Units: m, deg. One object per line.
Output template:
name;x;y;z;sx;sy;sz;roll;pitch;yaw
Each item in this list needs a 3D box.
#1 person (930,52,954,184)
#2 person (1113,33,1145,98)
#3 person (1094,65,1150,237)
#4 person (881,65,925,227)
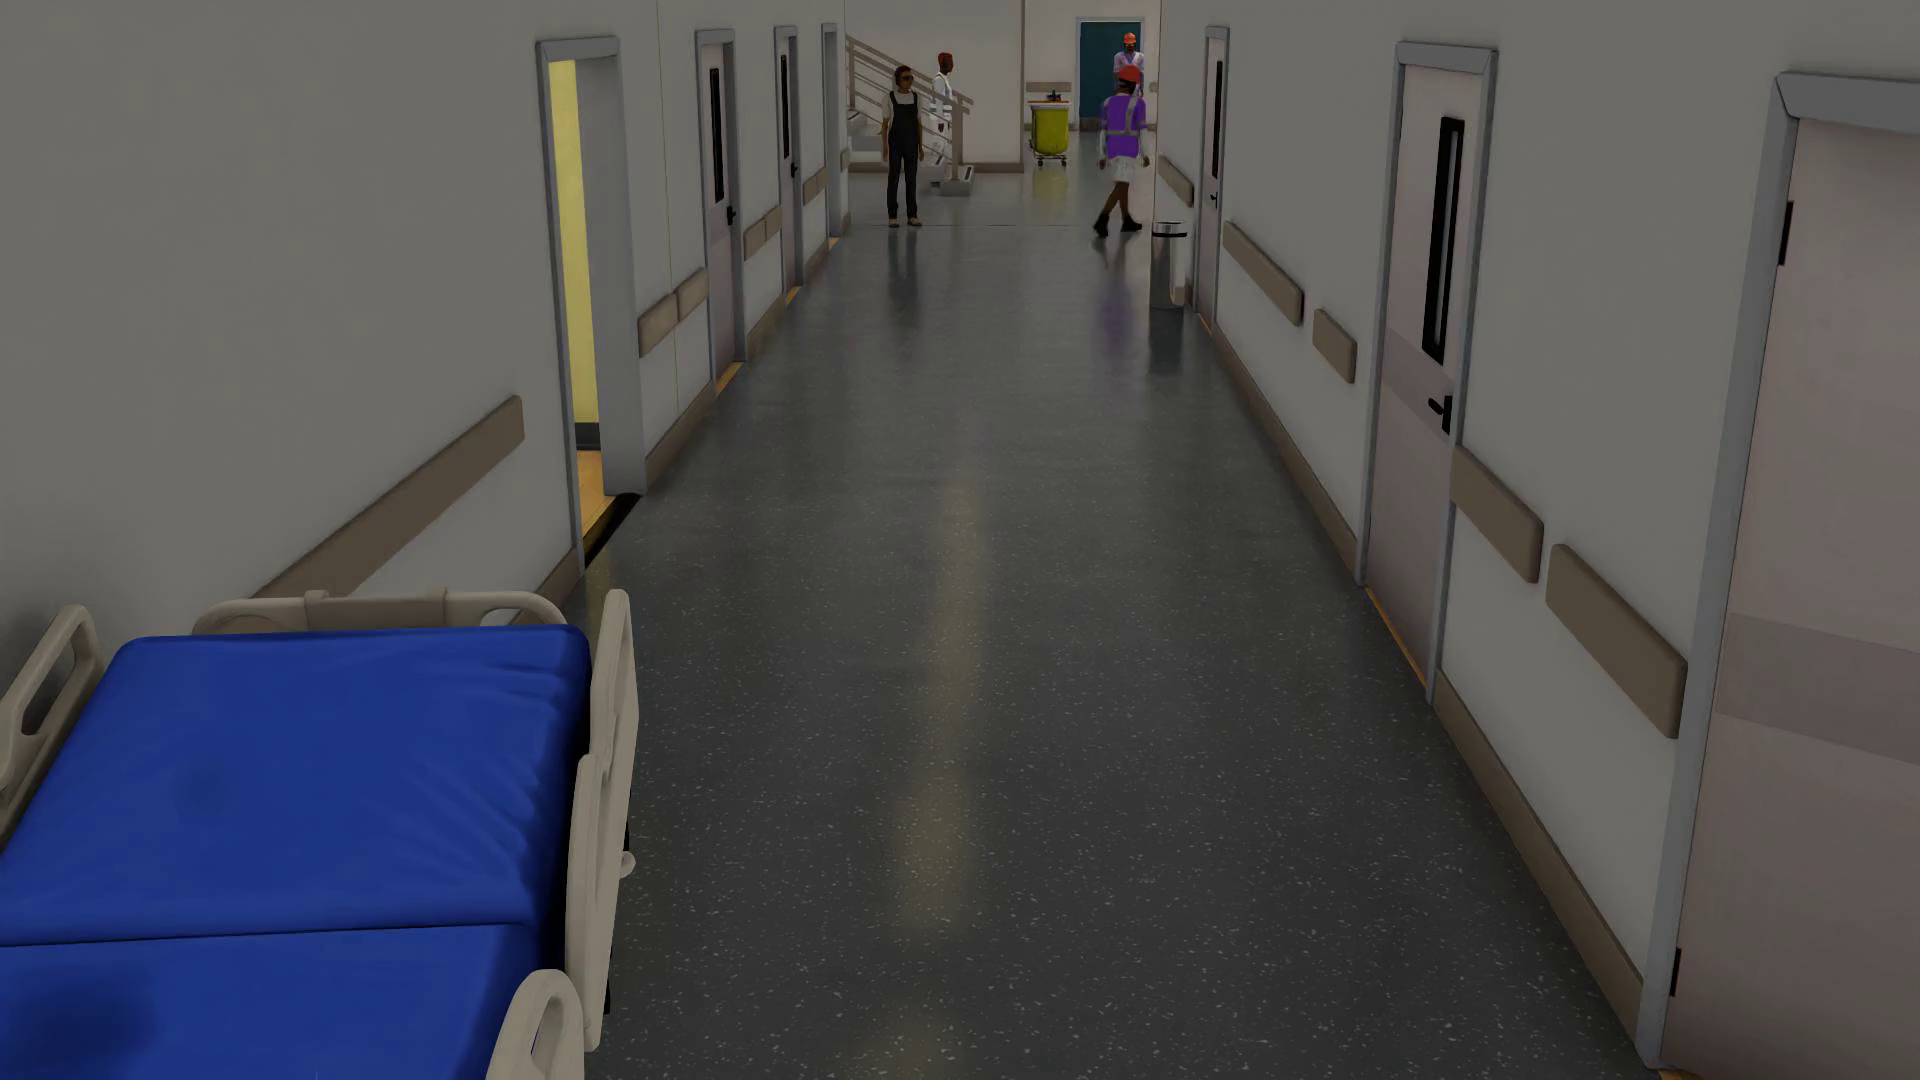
person;-0.262;-6.166;24.347;0.356;1.876;0.575;2;18;7
person;3.298;-8.849;32.499;0.612;2.041;0.394;0;18;0
person;1.792;-4.373;18.713;0.535;1.891;0.976;16;24;41
person;-0.662;-4.591;19.437;0.514;1.845;0.338;-7;19;-21
